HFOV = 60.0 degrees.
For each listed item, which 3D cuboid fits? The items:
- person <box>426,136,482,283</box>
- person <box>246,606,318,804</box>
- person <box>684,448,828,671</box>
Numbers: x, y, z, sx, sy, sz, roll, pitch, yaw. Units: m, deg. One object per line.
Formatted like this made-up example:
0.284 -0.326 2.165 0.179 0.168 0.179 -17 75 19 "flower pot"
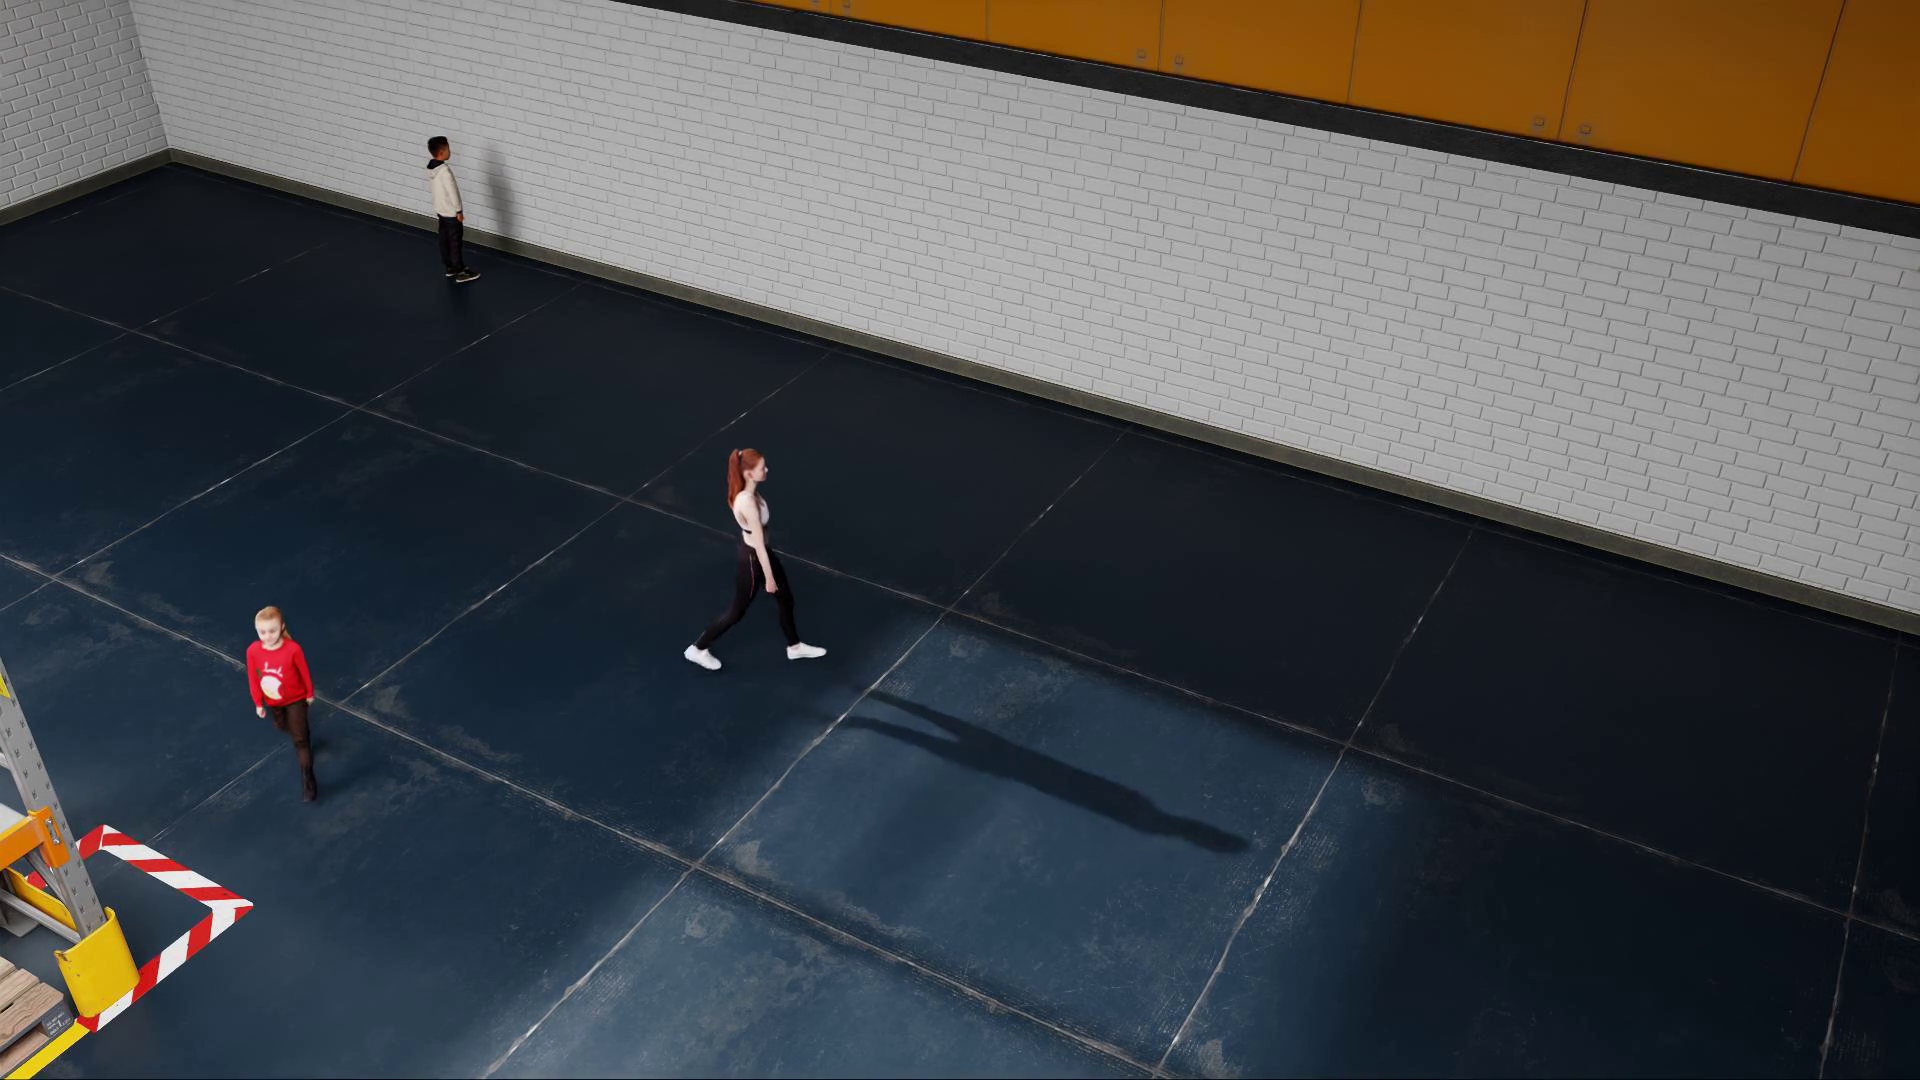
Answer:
-5.068 -3.270 16.422 0.614 1.450 0.638 -27 42 -34 "person"
-4.160 0.940 10.260 0.818 1.261 0.947 -4 34 -5 "person"
-1.462 0.186 10.997 1.149 1.699 1.179 -4 34 -7 "person"
